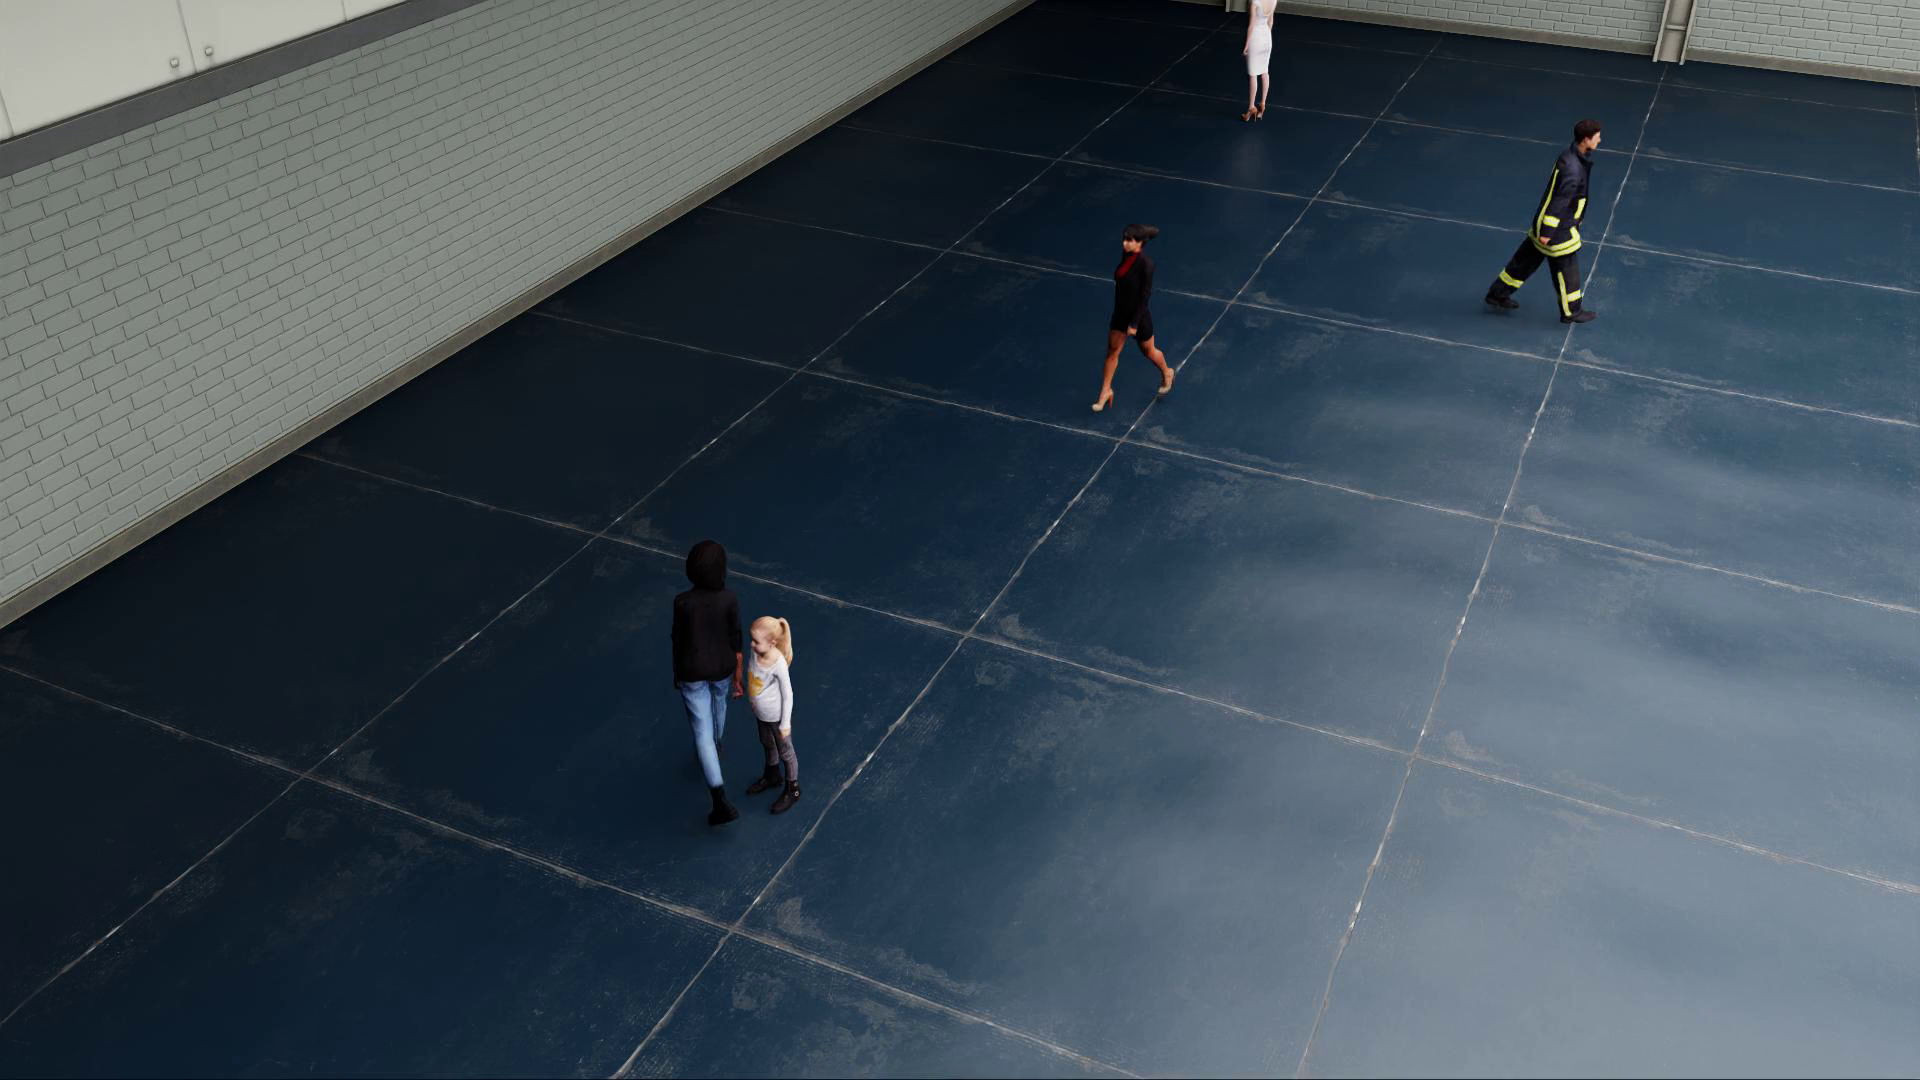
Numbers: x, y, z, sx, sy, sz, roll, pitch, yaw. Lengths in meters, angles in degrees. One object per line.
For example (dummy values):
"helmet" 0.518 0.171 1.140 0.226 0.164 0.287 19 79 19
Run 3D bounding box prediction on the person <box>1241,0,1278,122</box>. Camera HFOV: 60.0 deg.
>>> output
"person" 3.587 -5.913 19.908 0.630 1.793 0.630 -20 38 -29

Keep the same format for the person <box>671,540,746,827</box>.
"person" -1.397 0.824 9.352 1.061 1.662 1.116 -13 35 -20

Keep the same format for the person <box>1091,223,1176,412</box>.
"person" 1.479 -1.801 13.566 0.955 1.605 1.024 -19 37 -27

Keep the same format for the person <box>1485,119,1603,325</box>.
"person" 5.271 -2.855 14.982 1.293 1.876 0.967 7 33 11

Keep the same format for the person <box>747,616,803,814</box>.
"person" -1.063 0.968 9.482 0.620 1.279 0.528 -25 40 -34
